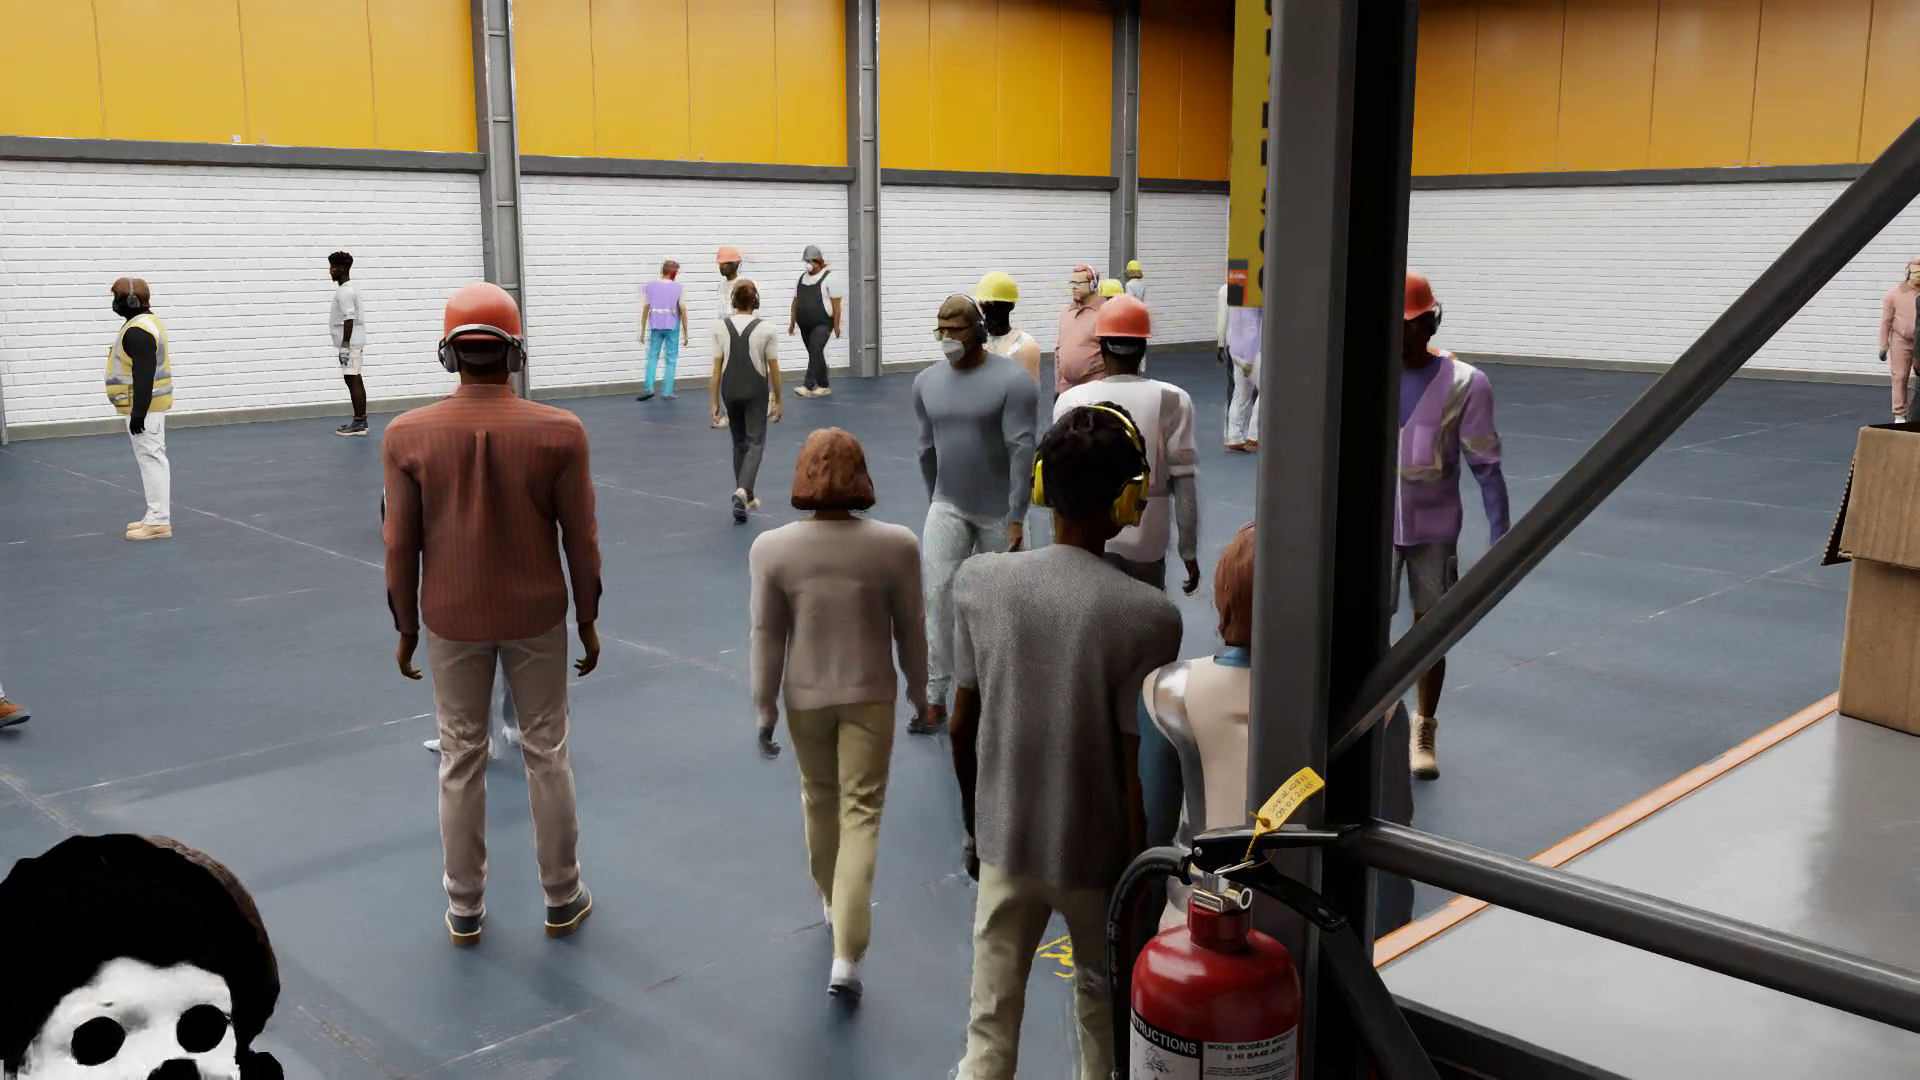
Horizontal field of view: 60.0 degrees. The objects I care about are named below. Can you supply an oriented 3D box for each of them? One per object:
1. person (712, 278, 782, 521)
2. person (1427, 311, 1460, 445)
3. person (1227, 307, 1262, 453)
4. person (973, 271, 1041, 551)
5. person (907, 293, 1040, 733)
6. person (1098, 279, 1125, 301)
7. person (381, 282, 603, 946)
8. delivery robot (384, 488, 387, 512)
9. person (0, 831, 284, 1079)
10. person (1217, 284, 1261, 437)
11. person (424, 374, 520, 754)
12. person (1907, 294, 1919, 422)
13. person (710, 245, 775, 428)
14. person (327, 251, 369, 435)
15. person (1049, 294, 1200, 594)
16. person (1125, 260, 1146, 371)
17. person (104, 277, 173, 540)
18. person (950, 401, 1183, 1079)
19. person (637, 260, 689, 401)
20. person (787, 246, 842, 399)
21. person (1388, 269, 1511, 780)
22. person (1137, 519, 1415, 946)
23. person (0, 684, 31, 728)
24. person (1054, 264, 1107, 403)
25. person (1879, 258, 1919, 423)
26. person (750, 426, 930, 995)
[{"bbox_3d":[-1.629,-1.056,12.547,0.522,1.820,0.855,2,11,9],"label":"person"},{"bbox_3d":[3.062,-0.718,11.069,0.547,1.677,0.659,6,12,31],"label":"person"},{"bbox_3d":[2.896,-1.781,16.203,0.594,1.921,0.630,0,10,-2],"label":"person"},{"bbox_3d":[0.215,-0.569,9.552,0.359,1.930,0.587,-8,13,-38],"label":"person"},{"bbox_3d":[0.100,-0.149,7.398,0.654,1.896,1.002,5,12,25],"label":"person"},{"bbox_3d":[1.292,-1.522,15.255,0.760,1.743,0.525,-1,10,-8],"label":"person"},{"bbox_3d":[-1.392,0.231,5.011,0.623,1.991,0.390,-2,11,-12],"label":"person"},{"bbox_3d":[-3.893,-0.351,11.857,0.477,0.478,0.707,-2,11,-13],"label":"delivery robot"},{"bbox_3d":[-0.500,1.072,1.008,0.697,1.780,0.922,2,11,9],"label":"person"},{"bbox_3d":[3.014,-2.063,17.545,0.611,1.985,0.393,1,10,6],"label":"person"},{"bbox_3d":[-1.978,0.078,6.925,0.414,1.596,0.606,9,14,41],"label":"person"},{"bbox_3d":[9.528,-1.779,16.193,0.587,1.913,0.390,-3,11,-14],"label":"person"},{"bbox_3d":[-2.452,-2.258,18.510,0.625,2.028,0.732,10,15,44],"label":"person"},{"bbox_3d":[-6.563,-2.108,17.839,0.361,1.963,0.618,-2,11,-10],"label":"person"},{"bbox_3d":[0.639,-0.024,6.663,0.579,1.893,0.946,0,10,0],"label":"person"},{"bbox_3d":[2.723,-3.506,26.077,0.319,1.742,0.492,9,13,39],"label":"person"},{"bbox_3d":[-5.788,-0.929,11.753,0.429,1.844,0.627,-4,11,-22],"label":"person"},{"bbox_3d":[0.163,0.645,3.251,0.516,1.822,0.970,4,11,20],"label":"person"},{"bbox_3d":[-3.854,-2.687,21.443,0.682,1.812,0.504,2,11,9],"label":"person"},{"bbox_3d":[-1.978,-2.881,21.854,0.696,2.000,1.000,7,13,35],"label":"person"},{"bbox_3d":[1.729,-0.022,6.346,0.768,2.002,0.775,4,11,22],"label":"person"},{"bbox_3d":[0.575,0.764,3.111,0.546,1.623,0.373,4,11,21],"label":"person"},{"bbox_3d":[-4.383,-0.084,6.971,0.834,1.911,0.645,5,12,27],"label":"person"},{"bbox_3d":[0.966,-1.190,13.001,0.408,1.906,0.653,-10,14,-42],"label":"person"},{"bbox_3d":[10.484,-2.157,18.318,0.665,1.884,0.430,5,11,24],"label":"person"},{"bbox_3d":[-0.352,0.470,4.811,0.505,1.596,0.854,1,10,4],"label":"person"}]
